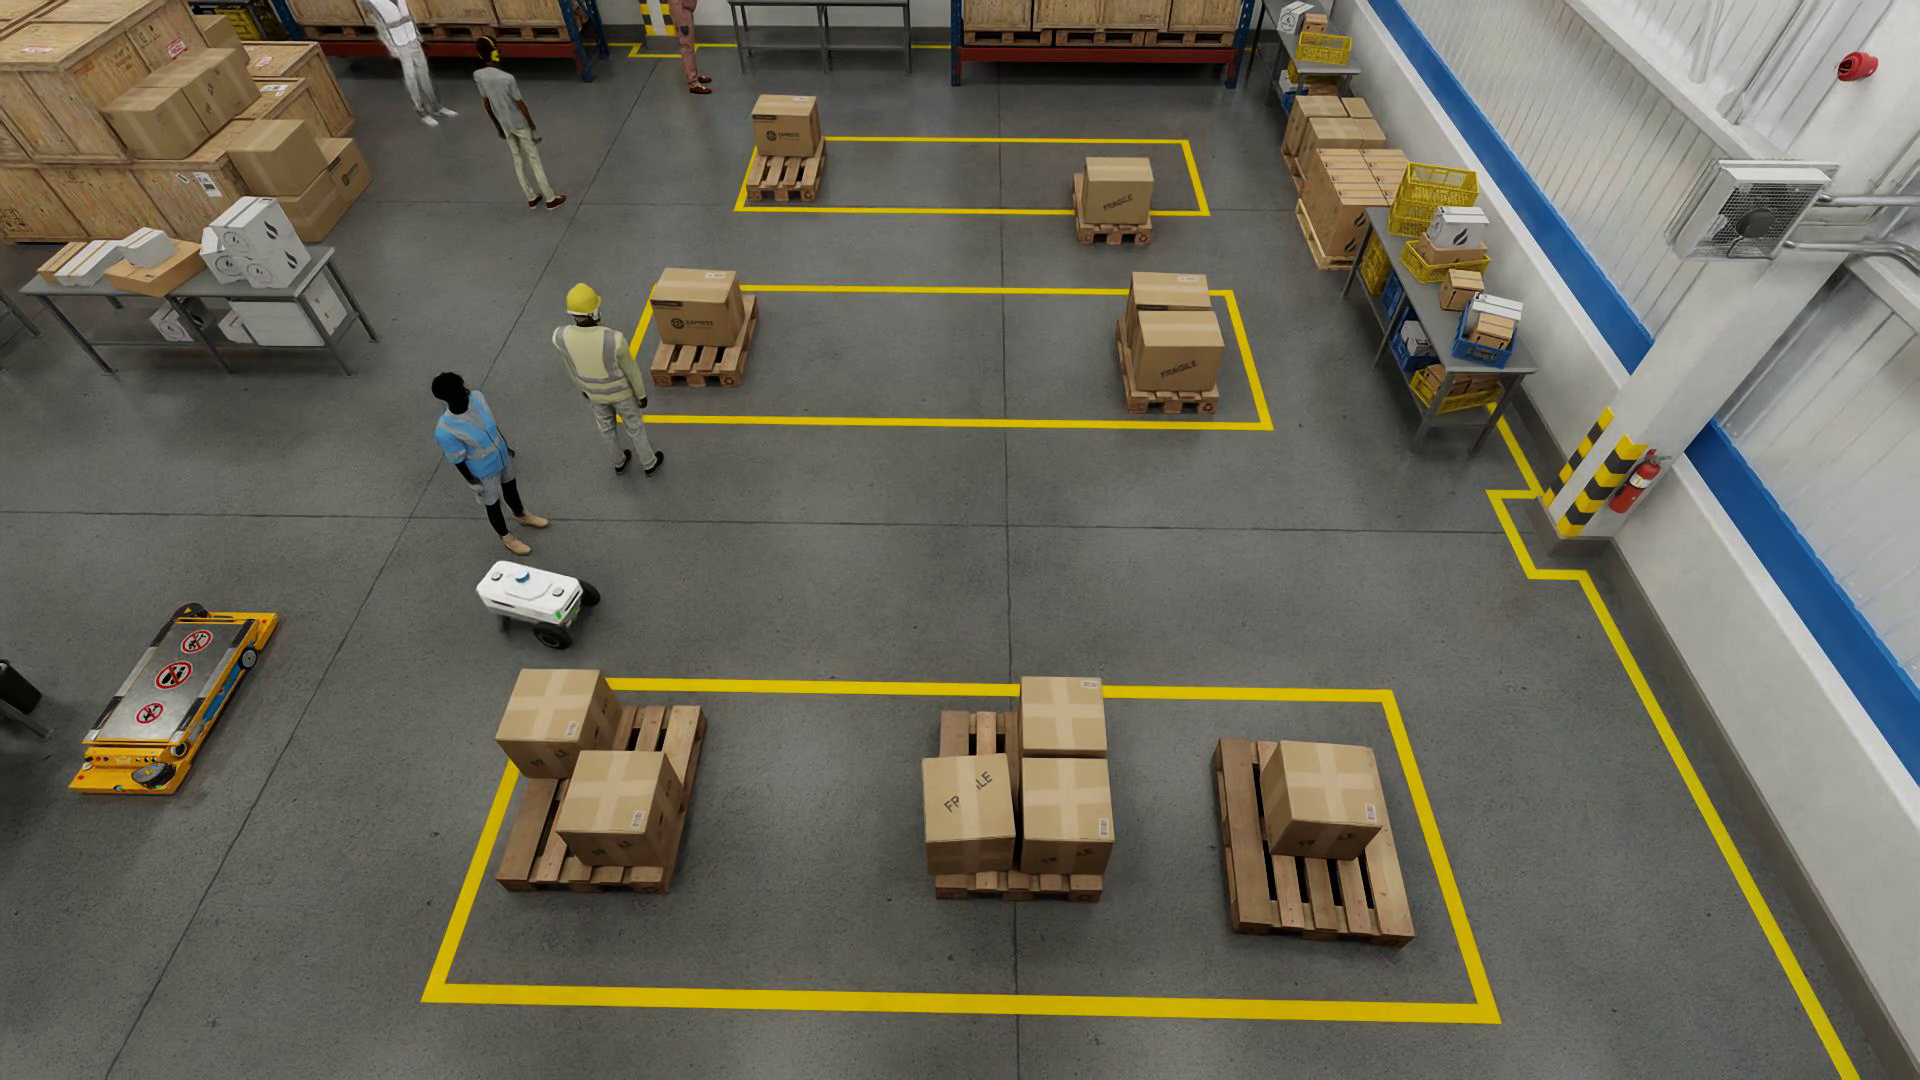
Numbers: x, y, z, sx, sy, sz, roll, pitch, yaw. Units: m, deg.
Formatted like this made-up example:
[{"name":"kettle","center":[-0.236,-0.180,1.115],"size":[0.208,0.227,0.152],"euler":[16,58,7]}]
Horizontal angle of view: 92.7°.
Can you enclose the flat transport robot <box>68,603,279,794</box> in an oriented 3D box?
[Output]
[{"name":"flat transport robot","center":[-5.504,1.072,6.442],"size":[0.652,0.197,1.431],"euler":[1,50,1]}]

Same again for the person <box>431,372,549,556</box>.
[{"name":"person","center":[-3.559,-0.581,6.911],"size":[0.317,1.696,0.540],"euler":[9,50,7]}]

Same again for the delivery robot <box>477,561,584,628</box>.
[{"name":"delivery robot","center":[-3.165,0.390,6.775],"size":[0.707,0.478,0.477],"euler":[13,51,11]}]

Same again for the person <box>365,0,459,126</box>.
[{"name":"person","center":[-6.980,-6.261,11.592],"size":[0.501,1.903,0.610],"euler":[12,51,10]}]

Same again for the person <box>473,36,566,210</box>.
[{"name":"person","center":[-4.948,-4.602,10.211],"size":[0.519,1.861,0.328],"euler":[9,50,7]}]

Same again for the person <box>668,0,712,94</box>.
[{"name":"person","center":[-3.667,-7.004,12.212],"size":[0.409,1.908,0.639],"euler":[-6,50,-5]}]

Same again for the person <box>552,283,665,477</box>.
[{"name":"person","center":[-2.810,-1.241,7.390],"size":[0.587,1.824,0.403],"euler":[4,50,3]}]
